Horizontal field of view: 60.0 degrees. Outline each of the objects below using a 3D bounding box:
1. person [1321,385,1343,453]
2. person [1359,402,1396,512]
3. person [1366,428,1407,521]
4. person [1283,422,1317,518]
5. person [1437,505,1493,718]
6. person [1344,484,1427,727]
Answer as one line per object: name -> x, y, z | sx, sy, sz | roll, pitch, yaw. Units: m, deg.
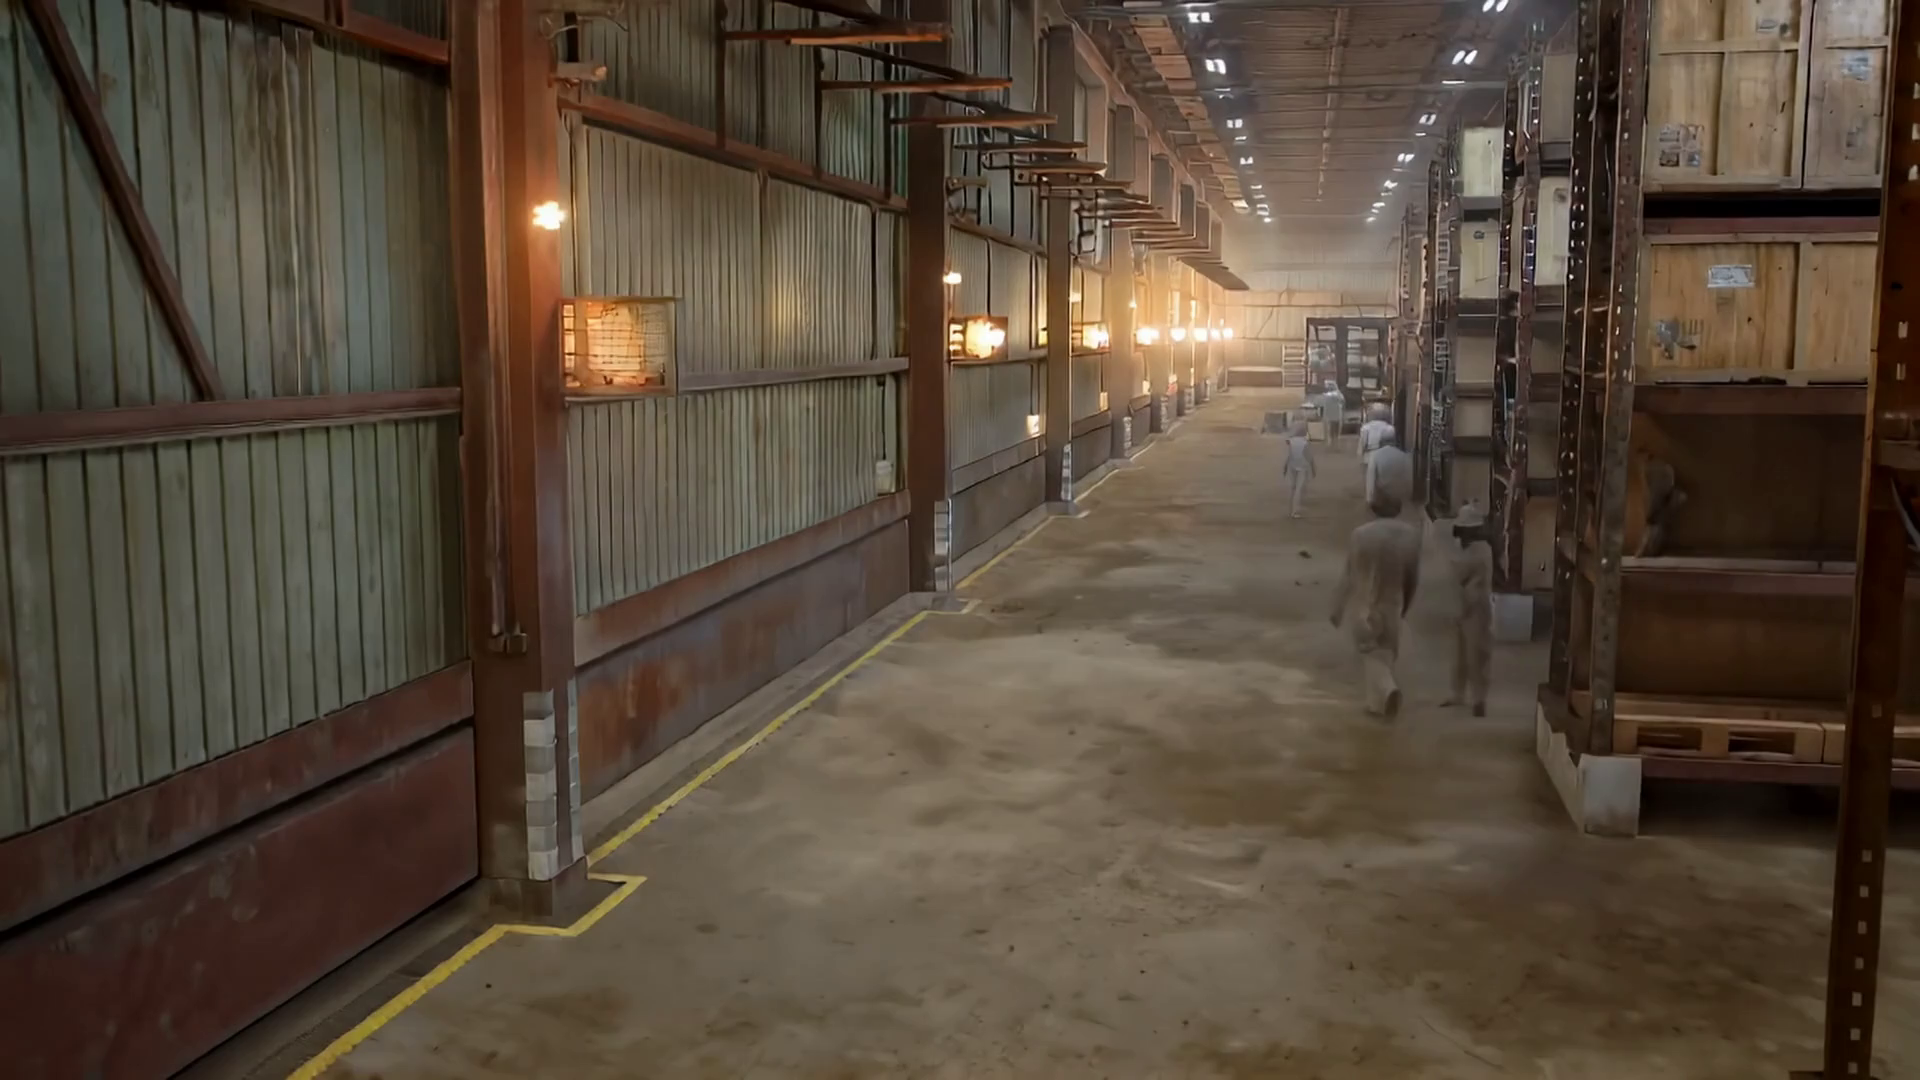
person -> 9.590, -3.125, 42.883 | 0.573, 1.749, 0.342 | 2, 7, 16
person -> 7.094, -1.381, 28.251 | 0.618, 1.924, 0.763 | 1, 7, 10
person -> 5.903, -0.655, 23.064 | 0.576, 1.778, 0.970 | 0, 7, -3
person -> 5.715, -1.172, 27.847 | 0.539, 1.588, 0.878 | 4, 8, 31
person -> 4.085, 0.566, 13.459 | 0.365, 1.729, 0.609 | -2, 8, -18
person -> 3.342, 0.526, 12.995 | 0.638, 1.925, 0.716 | -2, 7, -13
